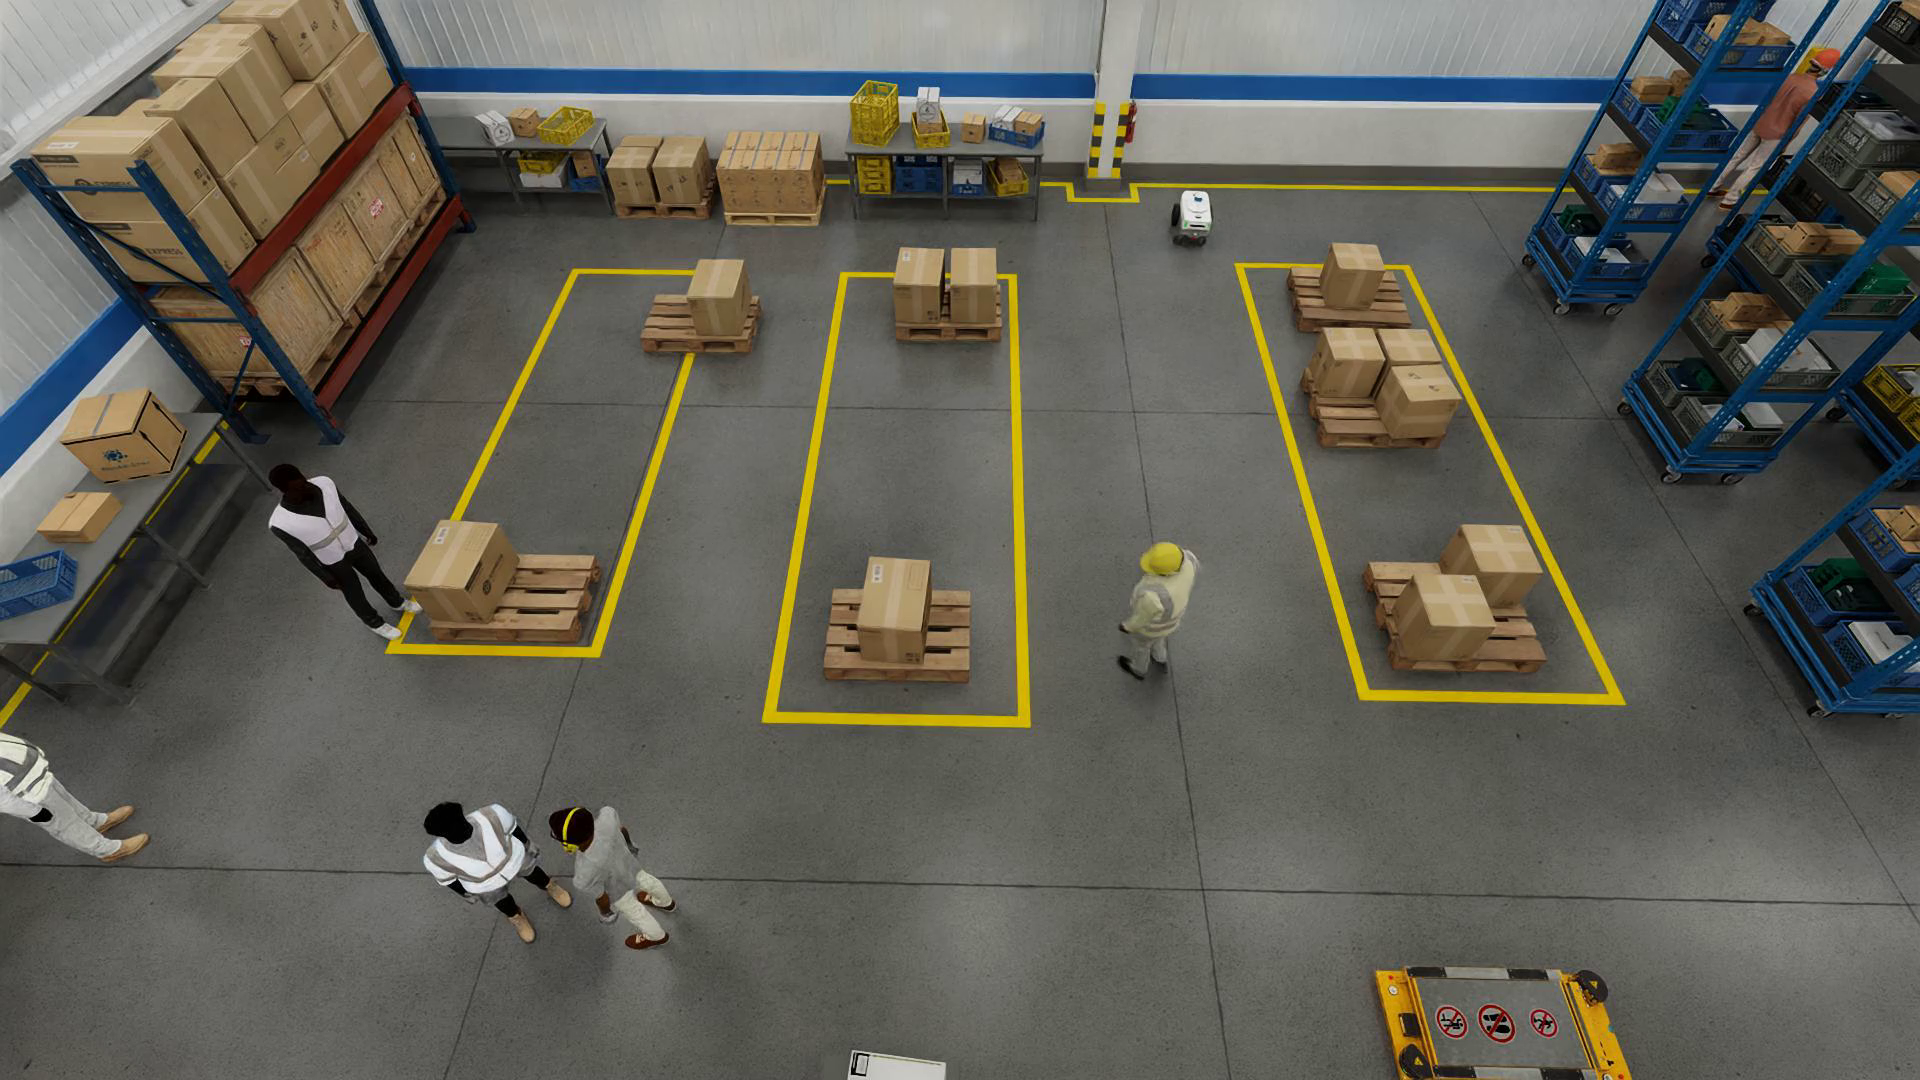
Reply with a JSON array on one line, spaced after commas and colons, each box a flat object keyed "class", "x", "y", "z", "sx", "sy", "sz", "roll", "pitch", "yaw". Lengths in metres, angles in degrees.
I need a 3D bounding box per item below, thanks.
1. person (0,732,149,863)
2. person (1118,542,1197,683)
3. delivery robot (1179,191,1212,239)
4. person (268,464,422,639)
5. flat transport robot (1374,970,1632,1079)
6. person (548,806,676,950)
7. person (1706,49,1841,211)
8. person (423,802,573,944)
[{"class": "person", "x": -6.276, "y": 1.629, "z": 6.134, "sx": 0.635, "sy": 1.842, "sz": 0.429, "roll": 37, "pitch": 60, "yaw": 26}, {"class": "person", "x": 1.496, "y": 0.557, "z": 7.036, "sx": 0.404, "sy": 1.798, "sz": 0.617, "roll": 33, "pitch": 58, "yaw": 24}, {"class": "delivery robot", "x": 2.980, "y": -4.140, "z": 11.602, "sx": 0.477, "sy": 0.478, "sz": 0.707, "roll": 5, "pitch": 51, "yaw": 4}, {"class": "person", "x": -4.975, "y": 0.083, "z": 7.353, "sx": 0.387, "sy": 1.912, "sz": 0.585, "roll": 12, "pitch": 52, "yaw": 10}, {"class": "flat transport robot", "x": 3.501, "y": 3.133, "z": 5.914, "sx": 1.431, "sy": 0.197, "sz": 0.652, "roll": 1, "pitch": 51, "yaw": 1}, {"class": "person", "x": -2.154, "y": 2.112, "z": 5.726, "sx": 0.328, "sy": 1.867, "sz": 0.514, "roll": 2, "pitch": 51, "yaw": 2}, {"class": "person", "x": 10.288, "y": -5.166, "z": 11.585, "sx": 0.415, "sy": 1.985, "sz": 0.615, "roll": -6, "pitch": 51, "yaw": -5}, {"class": "person", "x": -2.952, "y": 2.085, "z": 5.852, "sx": 0.317, "sy": 1.700, "sz": 0.520, "roll": 34, "pitch": 58, "yaw": 24}]
